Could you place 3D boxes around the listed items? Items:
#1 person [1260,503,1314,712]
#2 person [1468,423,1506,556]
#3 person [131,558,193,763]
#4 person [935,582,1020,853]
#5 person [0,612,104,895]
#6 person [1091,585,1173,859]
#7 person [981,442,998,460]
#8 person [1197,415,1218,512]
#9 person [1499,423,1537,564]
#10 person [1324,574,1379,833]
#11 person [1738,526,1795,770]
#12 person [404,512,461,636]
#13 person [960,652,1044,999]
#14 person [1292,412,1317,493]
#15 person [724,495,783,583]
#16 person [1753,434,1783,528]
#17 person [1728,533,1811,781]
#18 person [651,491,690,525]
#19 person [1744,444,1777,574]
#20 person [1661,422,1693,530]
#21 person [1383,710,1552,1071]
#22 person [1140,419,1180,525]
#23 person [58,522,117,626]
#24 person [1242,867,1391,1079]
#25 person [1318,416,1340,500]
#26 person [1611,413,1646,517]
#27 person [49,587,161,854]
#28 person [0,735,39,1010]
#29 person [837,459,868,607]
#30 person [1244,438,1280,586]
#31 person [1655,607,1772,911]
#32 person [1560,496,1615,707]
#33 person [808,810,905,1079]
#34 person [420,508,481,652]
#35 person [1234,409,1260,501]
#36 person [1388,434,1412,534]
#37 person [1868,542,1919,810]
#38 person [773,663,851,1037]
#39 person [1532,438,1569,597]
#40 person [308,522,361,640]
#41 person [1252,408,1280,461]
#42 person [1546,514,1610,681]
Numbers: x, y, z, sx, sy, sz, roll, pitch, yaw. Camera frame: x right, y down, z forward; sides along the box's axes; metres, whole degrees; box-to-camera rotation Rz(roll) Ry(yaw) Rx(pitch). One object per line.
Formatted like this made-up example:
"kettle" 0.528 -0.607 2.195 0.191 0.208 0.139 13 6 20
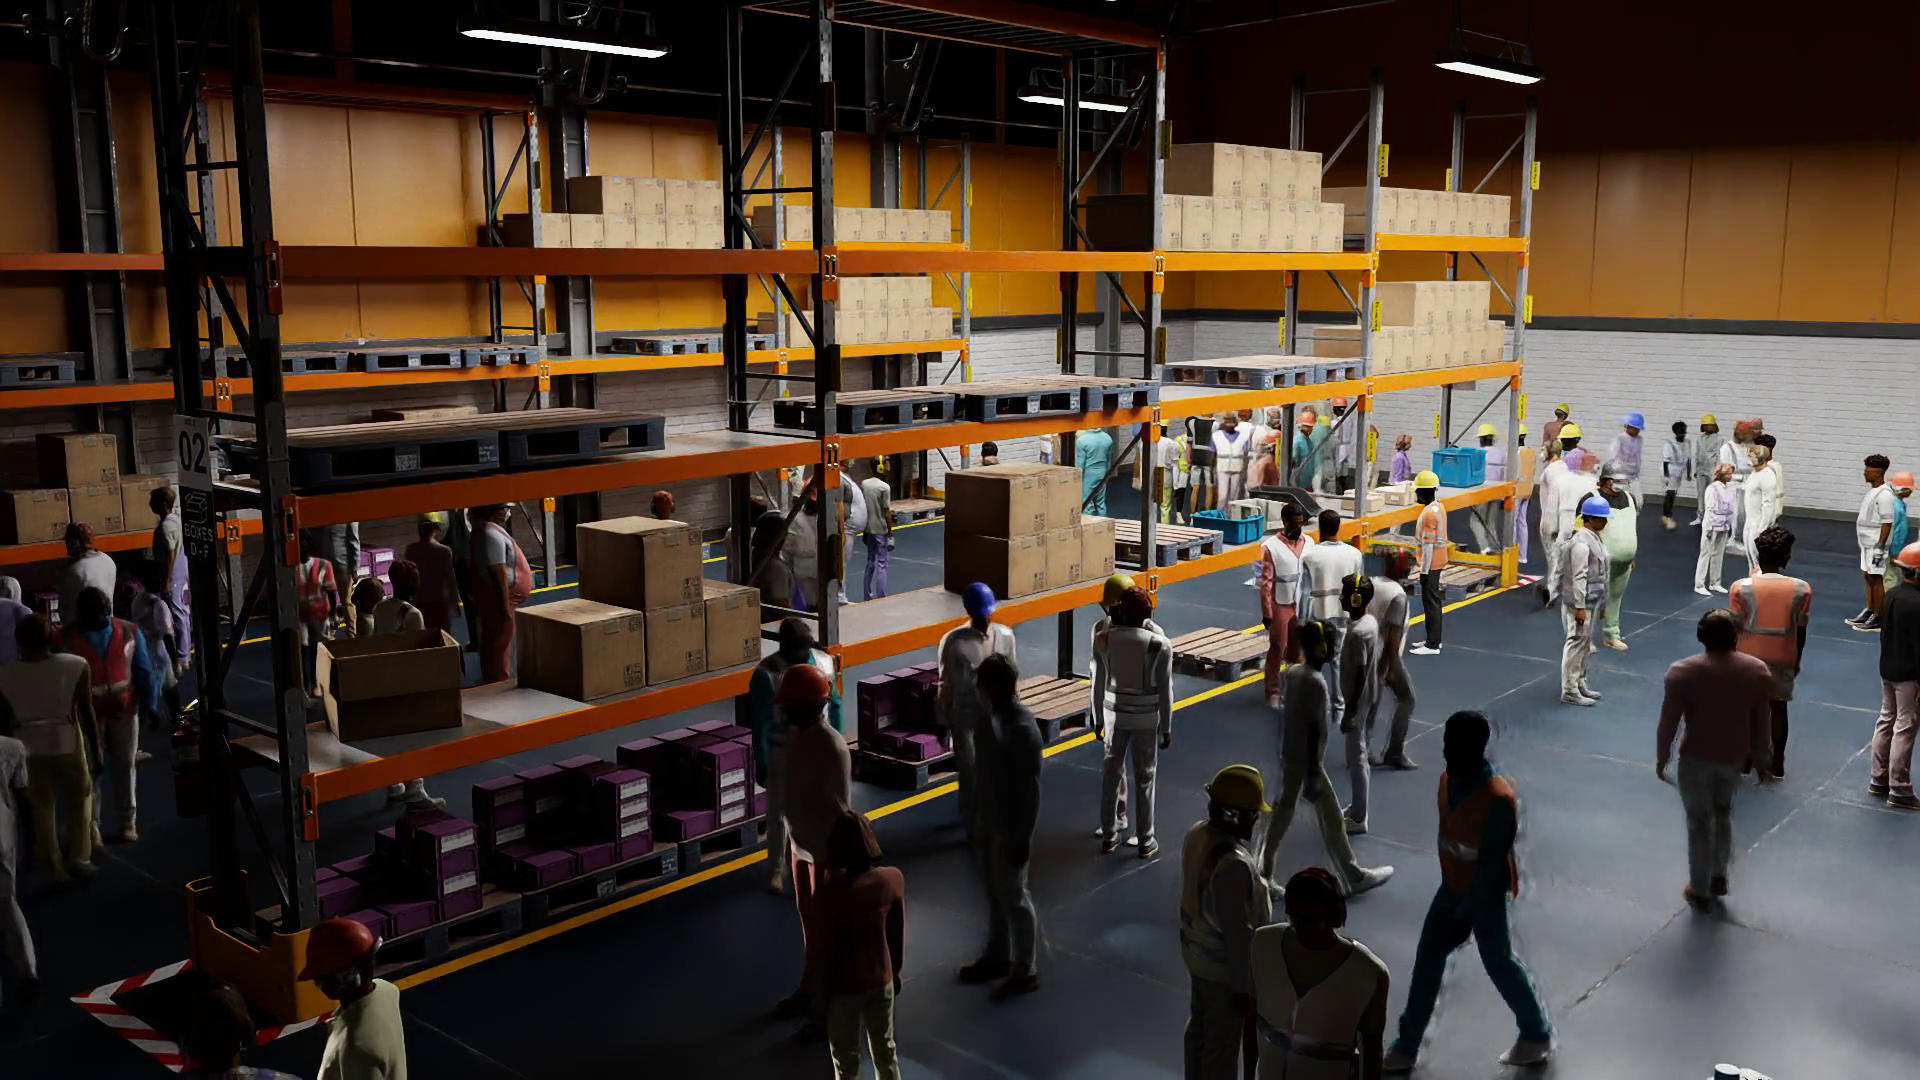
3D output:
"person" 2.967 0.599 15.118 0.598 1.908 0.402 -6 11 -32
"person" 7.106 -0.615 22.381 0.610 1.894 0.551 -3 10 -16
"person" -6.556 0.978 13.612 0.799 1.656 0.574 -8 12 -40
"person" 0.096 1.194 11.565 0.635 1.913 0.681 -6 11 -30
"person" -5.869 1.373 10.752 0.607 1.817 0.521 -3 10 -20
"person" 1.171 1.240 11.369 0.577 1.880 0.352 4 10 23
"person" 0.392 -0.468 22.106 0.315 1.696 0.540 2 10 13
"person" 3.934 -1.312 26.445 0.386 1.931 0.544 -2 10 -9
"person" 7.472 -0.613 22.339 0.592 1.913 0.399 -7 12 -36
"person" 2.803 1.161 11.866 0.329 1.872 0.508 3 10 18
"person" 6.478 0.853 13.414 0.362 1.962 0.614 5 11 27
"person" -4.975 0.578 15.713 0.587 1.747 0.398 3 10 20
"person" 0.242 1.568 9.237 0.361 1.939 0.637 -4 10 -22
"person" 4.771 -0.792 23.159 0.391 1.990 0.623 6 11 34
"person" -1.946 0.482 16.005 0.637 1.840 0.429 -8 12 -38
"person" 9.939 -0.336 20.565 0.392 1.957 0.604 8 12 40
"person" 6.346 0.914 13.121 0.599 1.949 0.415 2 10 14
"person" -2.825 0.463 16.019 0.578 1.875 0.343 -4 10 -21
"person" 9.373 -0.161 19.547 0.366 1.938 0.630 2 10 12
"person" 10.875 -0.985 25.291 0.609 1.644 0.687 -5 11 -28
"person" 2.573 1.759 8.313 0.994 1.875 0.590 -3 10 -18
"person" 2.827 -0.815 23.517 0.587 1.920 0.397 5 11 26
"person" -7.326 0.791 13.962 0.410 1.909 0.643 0 10 -3
"person" 1.327 2.108 6.302 0.564 1.838 0.390 7 12 35
"person" 5.517 -1.020 25.283 0.485 1.737 0.321 0 10 -3
"person" 9.611 -0.881 23.936 0.633 1.905 0.506 -5 11 -27
"person" -5.934 1.235 11.583 0.663 1.823 0.583 -8 12 -40
"person" -5.245 1.676 8.938 0.501 1.827 0.498 -9 13 -44
"person" -1.323 -0.155 19.211 0.537 2.000 0.679 -1 10 -4
"person" 3.813 -0.345 20.818 0.469 1.882 0.660 -5 11 -30
"person" 4.713 1.365 10.481 0.660 1.923 0.471 0 10 3
"person" 5.751 0.555 15.287 0.414 1.939 0.605 5 11 29
"person" -0.464 2.012 7.484 0.507 1.631 0.278 -8 12 -40
"person" -5.279 0.177 17.228 0.682 2.000 0.535 -7 12 -36
"person" 4.380 -1.162 25.691 0.586 1.882 0.343 5 11 25
"person" 6.232 -0.686 23.600 0.314 1.633 0.528 3 10 15
"person" 7.080 1.003 12.427 0.375 1.997 0.612 1 10 4
"person" -0.780 1.618 8.803 0.408 1.984 0.617 -5 11 -30
"person" 7.184 -0.268 20.188 0.353 1.937 0.635 5 11 29
"person" -6.562 0.292 17.403 0.572 1.748 0.335 1 10 9
"person" 4.665 -1.037 24.927 0.653 1.896 0.400 -7 12 -35
"person" 5.870 0.585 15.763 0.699 1.715 0.498 -8 13 -41
